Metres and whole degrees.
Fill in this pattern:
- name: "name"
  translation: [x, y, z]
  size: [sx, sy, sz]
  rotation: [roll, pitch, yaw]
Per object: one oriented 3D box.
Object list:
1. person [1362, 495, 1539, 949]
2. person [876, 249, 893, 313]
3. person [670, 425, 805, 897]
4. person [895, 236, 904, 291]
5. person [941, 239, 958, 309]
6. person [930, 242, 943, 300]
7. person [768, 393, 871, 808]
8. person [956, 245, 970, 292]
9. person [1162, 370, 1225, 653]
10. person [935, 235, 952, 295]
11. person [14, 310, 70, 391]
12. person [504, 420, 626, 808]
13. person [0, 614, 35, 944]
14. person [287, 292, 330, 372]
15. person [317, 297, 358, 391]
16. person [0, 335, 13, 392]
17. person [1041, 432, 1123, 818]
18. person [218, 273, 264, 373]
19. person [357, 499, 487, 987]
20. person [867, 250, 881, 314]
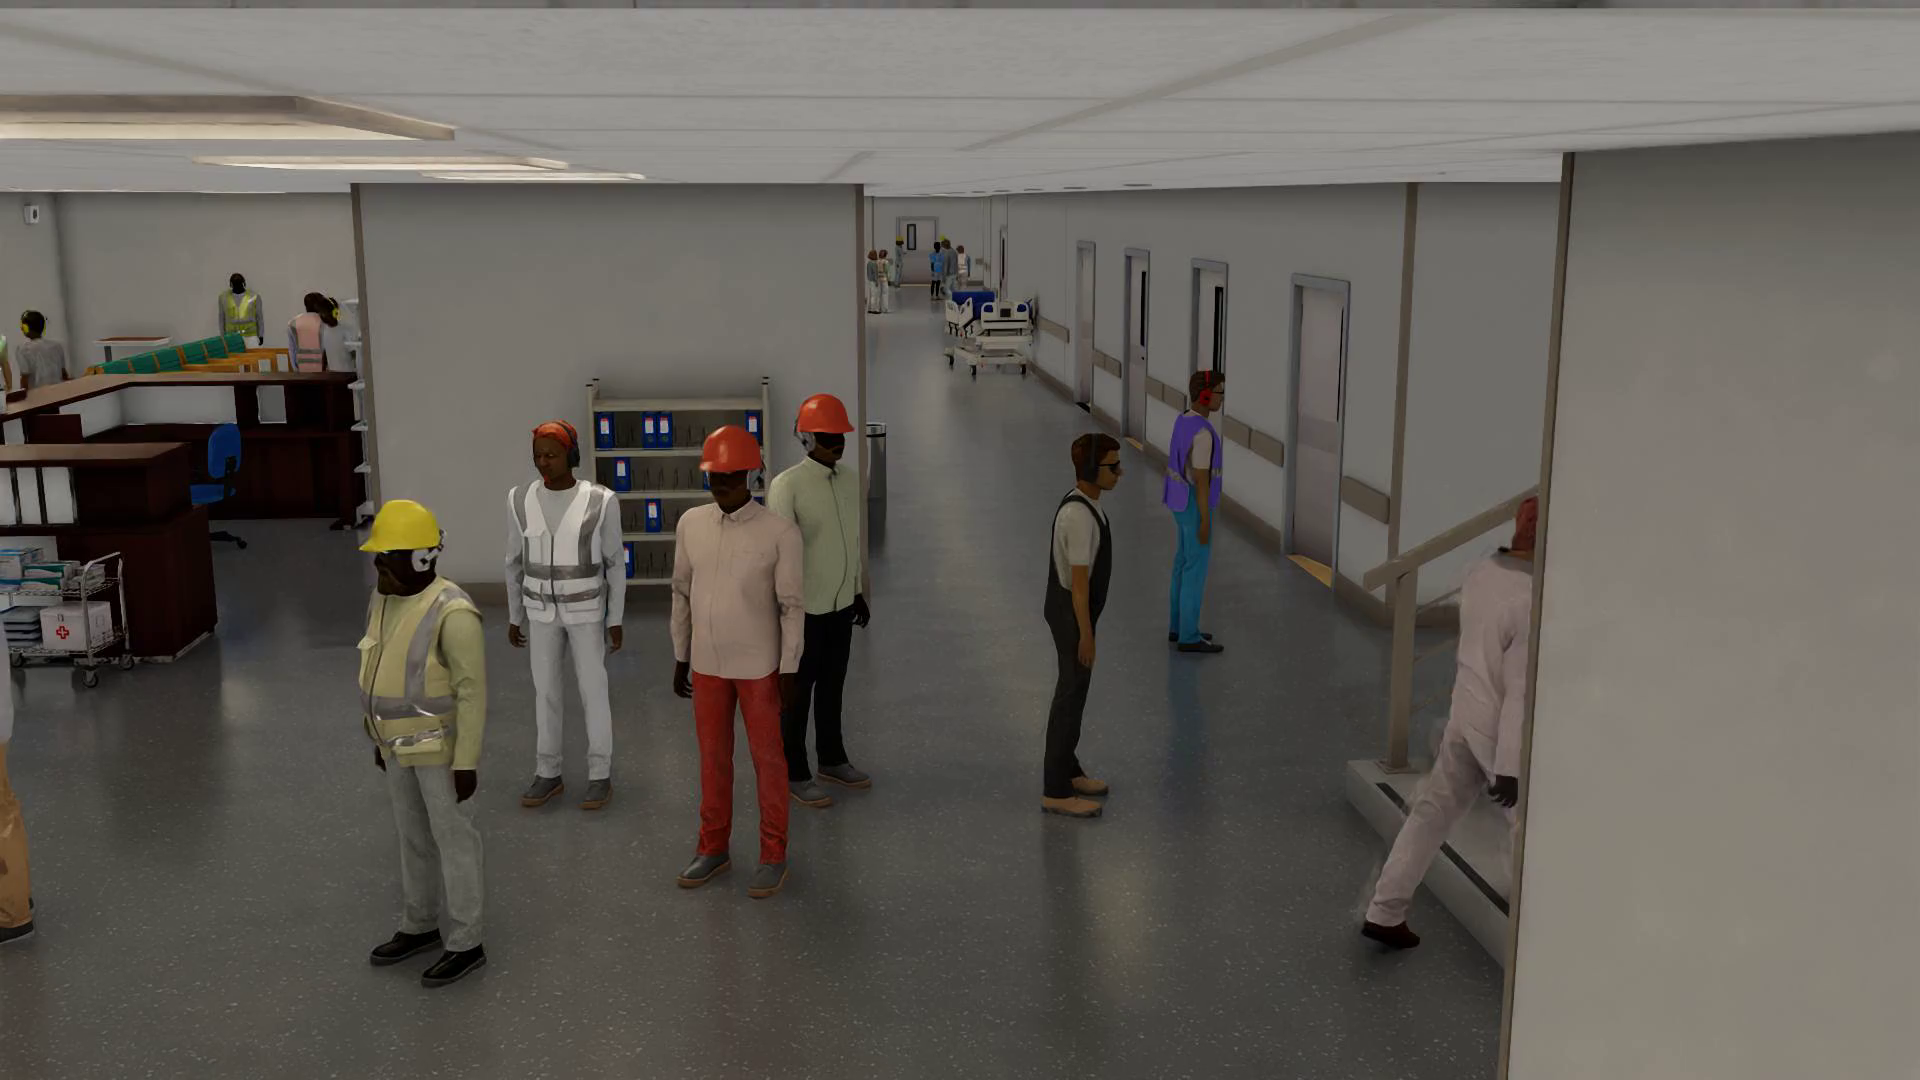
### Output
- name: "person"
  translation: [2.029, 0.719, 6.354]
  size: [1.008, 1.850, 0.740]
  rotation: [-1, 12, -7]
- name: "person"
  translation: [-1.982, -6.686, 43.027]
  size: [0.513, 1.638, 0.307]
  rotation: [11, 16, 43]
- name: "person"
  translation: [-0.943, 0.506, 6.997]
  size: [0.612, 1.997, 0.376]
  rotation: [4, 12, 20]
- name: "person"
  translation: [-1.948, -8.949, 53.822]
  size: [0.314, 1.743, 0.493]
  rotation: [3, 12, 13]
- name: "person"
  translation: [-0.237, -6.932, 43.549]
  size: [0.491, 1.916, 0.687]
  rotation: [6, 13, 26]
- name: "person"
  translation: [-0.670, -7.837, 48.499]
  size: [0.317, 1.695, 0.540]
  rotation: [8, 14, 35]
- name: "person"
  translation: [-0.667, 0.281, 8.097]
  size: [0.378, 1.996, 0.610]
  rotation: [8, 14, 35]
- name: "person"
  translation: [0.035, -7.701, 48.053]
  size: [0.521, 1.609, 0.528]
  rotation: [0, 12, 0]
- name: "person"
  translation: [1.514, -0.183, 10.769]
  size: [0.390, 1.837, 0.560]
  rotation: [-1, 12, -5]
- name: "person"
  translation: [-0.508, -8.487, 51.388]
  size: [0.608, 1.820, 0.418]
  rotation: [-3, 12, -15]
- name: "person"
  translation: [-8.913, -1.321, 16.322]
  size: [0.650, 1.849, 0.558]
  rotation: [7, 13, 30]
- name: "person"
  translation: [-1.894, 0.362, 7.982]
  size: [0.584, 1.879, 0.339]
  rotation: [2, 12, 8]
- name: "person"
  translation: [-3.893, 0.728, 6.506]
  size: [0.343, 1.749, 0.572]
  rotation: [-5, 13, -25]
- name: "person"
  translation: [-7.551, -1.991, 19.591]
  size: [0.632, 1.839, 0.429]
  rotation: [1, 12, 6]
- name: "person"
  translation: [-6.923, -1.789, 18.595]
  size: [0.509, 1.843, 0.459]
  rotation: [10, 15, 40]
- name: "person"
  translation: [-10.227, -1.528, 17.378]
  size: [0.491, 1.817, 0.597]
  rotation: [11, 16, 43]
- name: "person"
  translation: [0.584, 0.396, 7.933]
  size: [0.359, 1.836, 0.505]
  rotation: [2, 12, 9]
- name: "person"
  translation: [-10.746, -3.072, 24.893]
  size: [0.630, 1.836, 0.430]
  rotation: [-3, 12, -14]
- name: "person"
  translation: [-2.009, 0.750, 6.209]
  size: [0.593, 1.833, 0.403]
  rotation: [9, 15, 38]
- name: "person"
  translation: [-2.229, -6.616, 42.690]
  size: [0.272, 1.632, 0.507]
  rotation: [-5, 13, -25]
